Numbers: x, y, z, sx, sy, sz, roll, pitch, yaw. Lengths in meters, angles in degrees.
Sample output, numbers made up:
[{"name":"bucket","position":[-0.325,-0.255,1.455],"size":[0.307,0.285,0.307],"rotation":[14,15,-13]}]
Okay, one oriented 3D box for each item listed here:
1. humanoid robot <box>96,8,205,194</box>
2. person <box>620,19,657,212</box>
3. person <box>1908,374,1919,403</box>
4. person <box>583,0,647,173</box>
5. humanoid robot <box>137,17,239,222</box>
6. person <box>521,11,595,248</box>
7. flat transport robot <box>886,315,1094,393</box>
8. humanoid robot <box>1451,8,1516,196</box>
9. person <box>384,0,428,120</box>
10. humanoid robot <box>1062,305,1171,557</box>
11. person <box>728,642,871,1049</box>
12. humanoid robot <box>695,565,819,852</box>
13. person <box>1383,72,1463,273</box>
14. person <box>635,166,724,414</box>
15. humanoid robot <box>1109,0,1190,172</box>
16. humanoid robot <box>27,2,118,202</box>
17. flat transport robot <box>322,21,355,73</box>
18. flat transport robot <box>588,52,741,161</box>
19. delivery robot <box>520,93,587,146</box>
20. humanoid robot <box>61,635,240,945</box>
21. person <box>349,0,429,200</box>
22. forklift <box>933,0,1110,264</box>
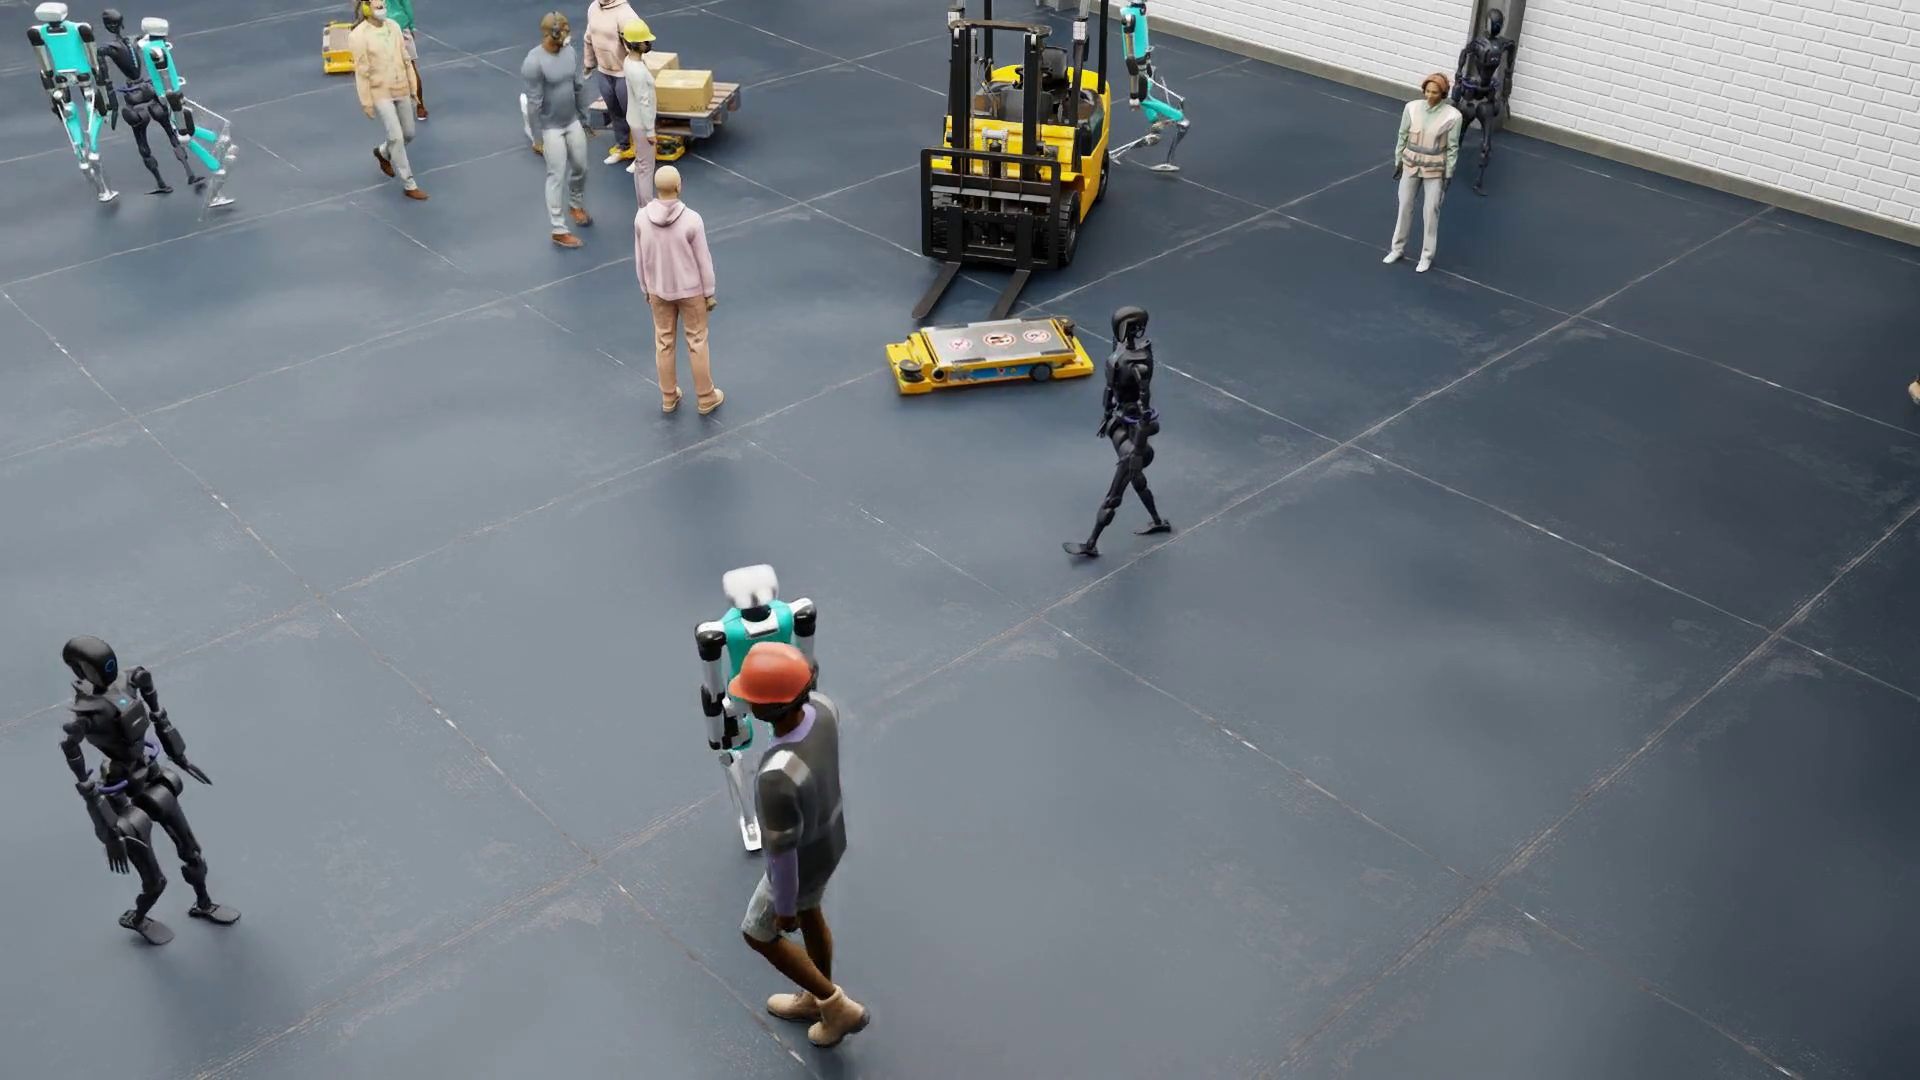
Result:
[{"name":"humanoid robot","position":[-7.296,-3.915,14.906],"size":[0.457,1.647,0.604],"rotation":[22,39,30]},{"name":"person","position":[-2.705,-3.586,14.312],"size":[0.313,1.768,0.524],"rotation":[-10,34,-15]},{"name":"person","position":[6.943,-1.709,11.492],"size":[0.537,1.682,0.384],"rotation":[10,34,15]},{"name":"person","position":[-3.158,-4.356,15.417],"size":[0.789,1.859,0.441],"rotation":[24,40,32]},{"name":"humanoid robot","position":[-6.591,-3.647,14.471],"size":[0.728,1.825,0.559],"rotation":[-18,37,-25]},{"name":"person","position":[-3.396,-3.471,14.018],"size":[0.545,1.910,0.720],"rotation":[18,37,25]},{"name":"flat transport robot","position":[0.215,-1.372,12.282],"size":[1.431,0.231,0.659],"rotation":[-7,34,-10]},{"name":"humanoid robot","position":[4.688,-4.008,15.081],"size":[0.612,1.640,0.740],"rotation":[-7,34,-10]},{"name":"person","position":[-5.657,-5.061,16.505],"size":[0.494,1.847,0.403],"rotation":[-16,36,-23]},{"name":"humanoid robot","position":[0.987,-0.659,9.938],"size":[0.791,1.620,0.609],"rotation":[-9,34,-14]},{"name":"person","position":[-0.651,1.244,6.651],"size":[0.458,2.027,0.613],"rotation":[10,34,15]},{"name":"humanoid robot","position":[-0.966,0.779,7.684],"size":[0.546,1.822,0.802],"rotation":[-13,35,-19]},{"name":"person","position":[3.772,-2.995,13.527],"size":[0.519,1.632,0.312],"rotation":[23,39,31]},{"name":"person","position":[-1.934,-1.688,11.378],"size":[0.535,1.782,0.397],"rotation":[5,33,8]},{"name":"humanoid robot","position":[1.786,-4.151,15.208],"size":[1.030,1.730,0.541],"rotation":[10,34,15]},{"name":"humanoid robot","position":[-7.754,-3.734,14.583],"size":[0.544,1.802,0.777],"rotation":[-5,33,-7]},{"name":"flat transport robot","position":[-6.810,-5.567,18.730],"size":[0.659,0.231,1.431],"rotation":[-9,34,-14]},{"name":"flat transport robot","position":[-2.884,-4.082,16.447],"size":[0.659,0.231,1.431],"rotation":[7,34,11]},{"name":"delivery robot","position":[-4.016,-4.141,16.267],"size":[0.499,0.586,0.773],"rotation":[-19,38,-26]},{"name":"humanoid robot","position":[-3.588,1.090,7.221],"size":[0.390,1.655,0.603],"rotation":[8,34,12]},{"name":"person","position":[-5.149,-4.016,14.895],"size":[0.755,1.854,0.569],"rotation":[21,38,28]},{"name":"forklift","position":[0.570,-3.725,14.138],"size":[1.214,2.155,2.313],"rotation":[9,34,13]}]
